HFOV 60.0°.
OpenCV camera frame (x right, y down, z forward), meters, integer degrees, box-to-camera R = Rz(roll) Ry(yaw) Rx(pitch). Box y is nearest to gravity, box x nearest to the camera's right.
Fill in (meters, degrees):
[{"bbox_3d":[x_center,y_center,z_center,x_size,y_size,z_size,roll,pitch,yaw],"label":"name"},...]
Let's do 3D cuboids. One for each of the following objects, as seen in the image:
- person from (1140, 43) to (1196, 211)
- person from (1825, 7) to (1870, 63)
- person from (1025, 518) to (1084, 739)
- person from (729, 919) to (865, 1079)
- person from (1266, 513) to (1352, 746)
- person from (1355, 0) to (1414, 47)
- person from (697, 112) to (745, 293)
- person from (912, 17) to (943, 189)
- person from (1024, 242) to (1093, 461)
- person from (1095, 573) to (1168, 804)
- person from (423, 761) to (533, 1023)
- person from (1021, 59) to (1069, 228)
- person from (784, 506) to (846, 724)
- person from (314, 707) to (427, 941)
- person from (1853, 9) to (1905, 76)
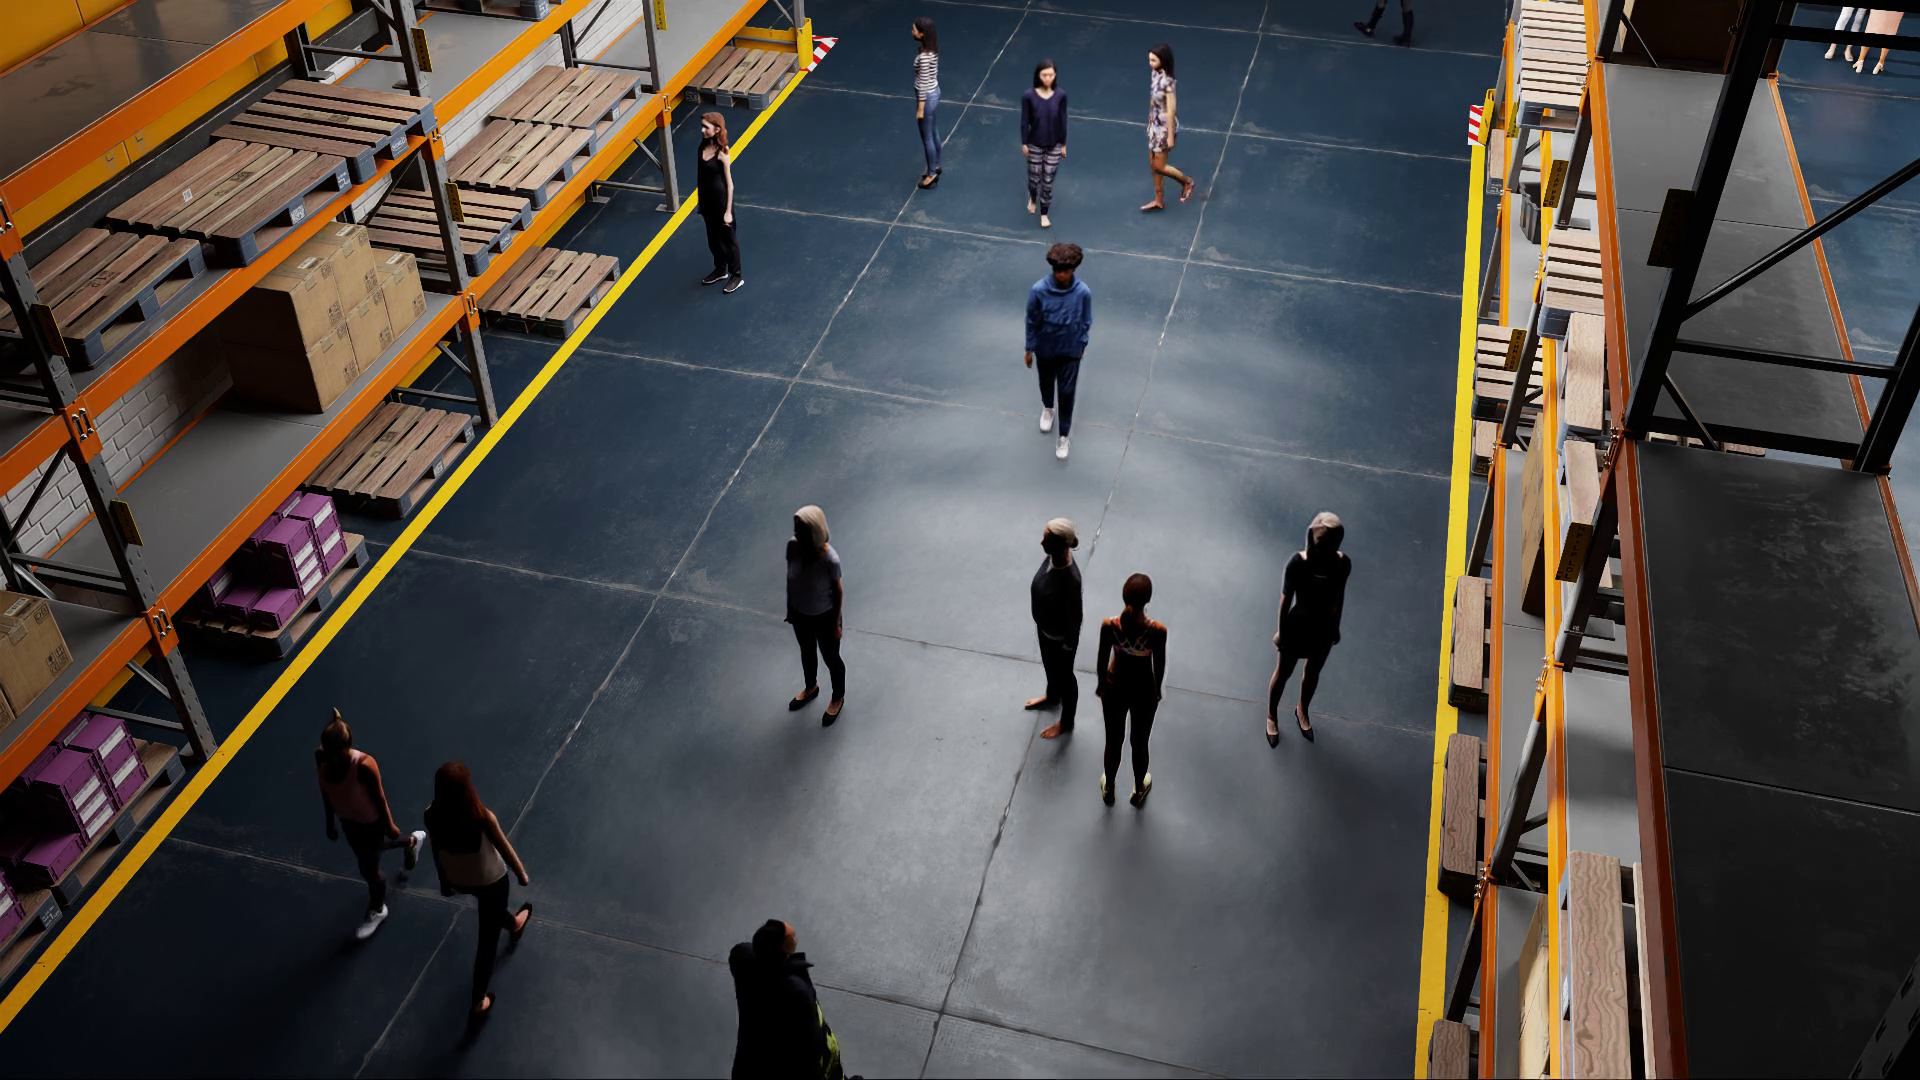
[{"bbox_3d":[2.108,-4.116,16.637,0.925,1.719,0.885,-14,41,-17],"label":"person"},{"bbox_3d":[10.694,-6.538,19.690,0.545,1.694,0.549,11,40,14],"label":"person"},{"bbox_3d":[0.639,0.543,10.797,0.750,1.726,0.643,-12,40,-14],"label":"person"},{"bbox_3d":[-0.940,2.529,8.234,1.050,1.822,1.282,27,46,29],"label":"person"},{"bbox_3d":[2.240,0.571,10.680,0.658,1.830,0.636,-5,39,-6],"label":"person"},{"bbox_3d":[5.390,-6.773,20.016,1.018,1.655,0.978,-29,47,-31],"label":"person"},{"bbox_3d":[-2.230,-3.147,15.400,0.648,1.748,0.646,26,45,28],"label":"person"},{"bbox_3d":[-0.324,-4.476,17.029,0.649,1.793,0.478,5,39,6],"label":"person"},{"bbox_3d":[0.790,-1.633,13.478,0.766,1.782,1.021,6,39,7],"label":"person"},{"bbox_3d":[1.043,0.940,10.249,0.574,1.791,0.557,7,39,9],"label":"person"},{"bbox_3d":[-2.666,1.921,9.106,0.615,1.683,1.102,8,39,10],"label":"person"},{"bbox_3d":[0.827,-3.959,16.438,0.718,1.723,0.772,-3,39,-4],"label":"person"},{"bbox_3d":[-0.941,0.469,10.895,0.650,1.721,0.612,22,44,25],"label":"person"},{"bbox_3d":[-3.420,1.530,9.626,0.691,1.646,1.001,21,43,24],"label":"person"},{"bbox_3d":[10.840,-6.324,19.311,0.610,1.832,0.552,16,41,19],"label":"person"}]
